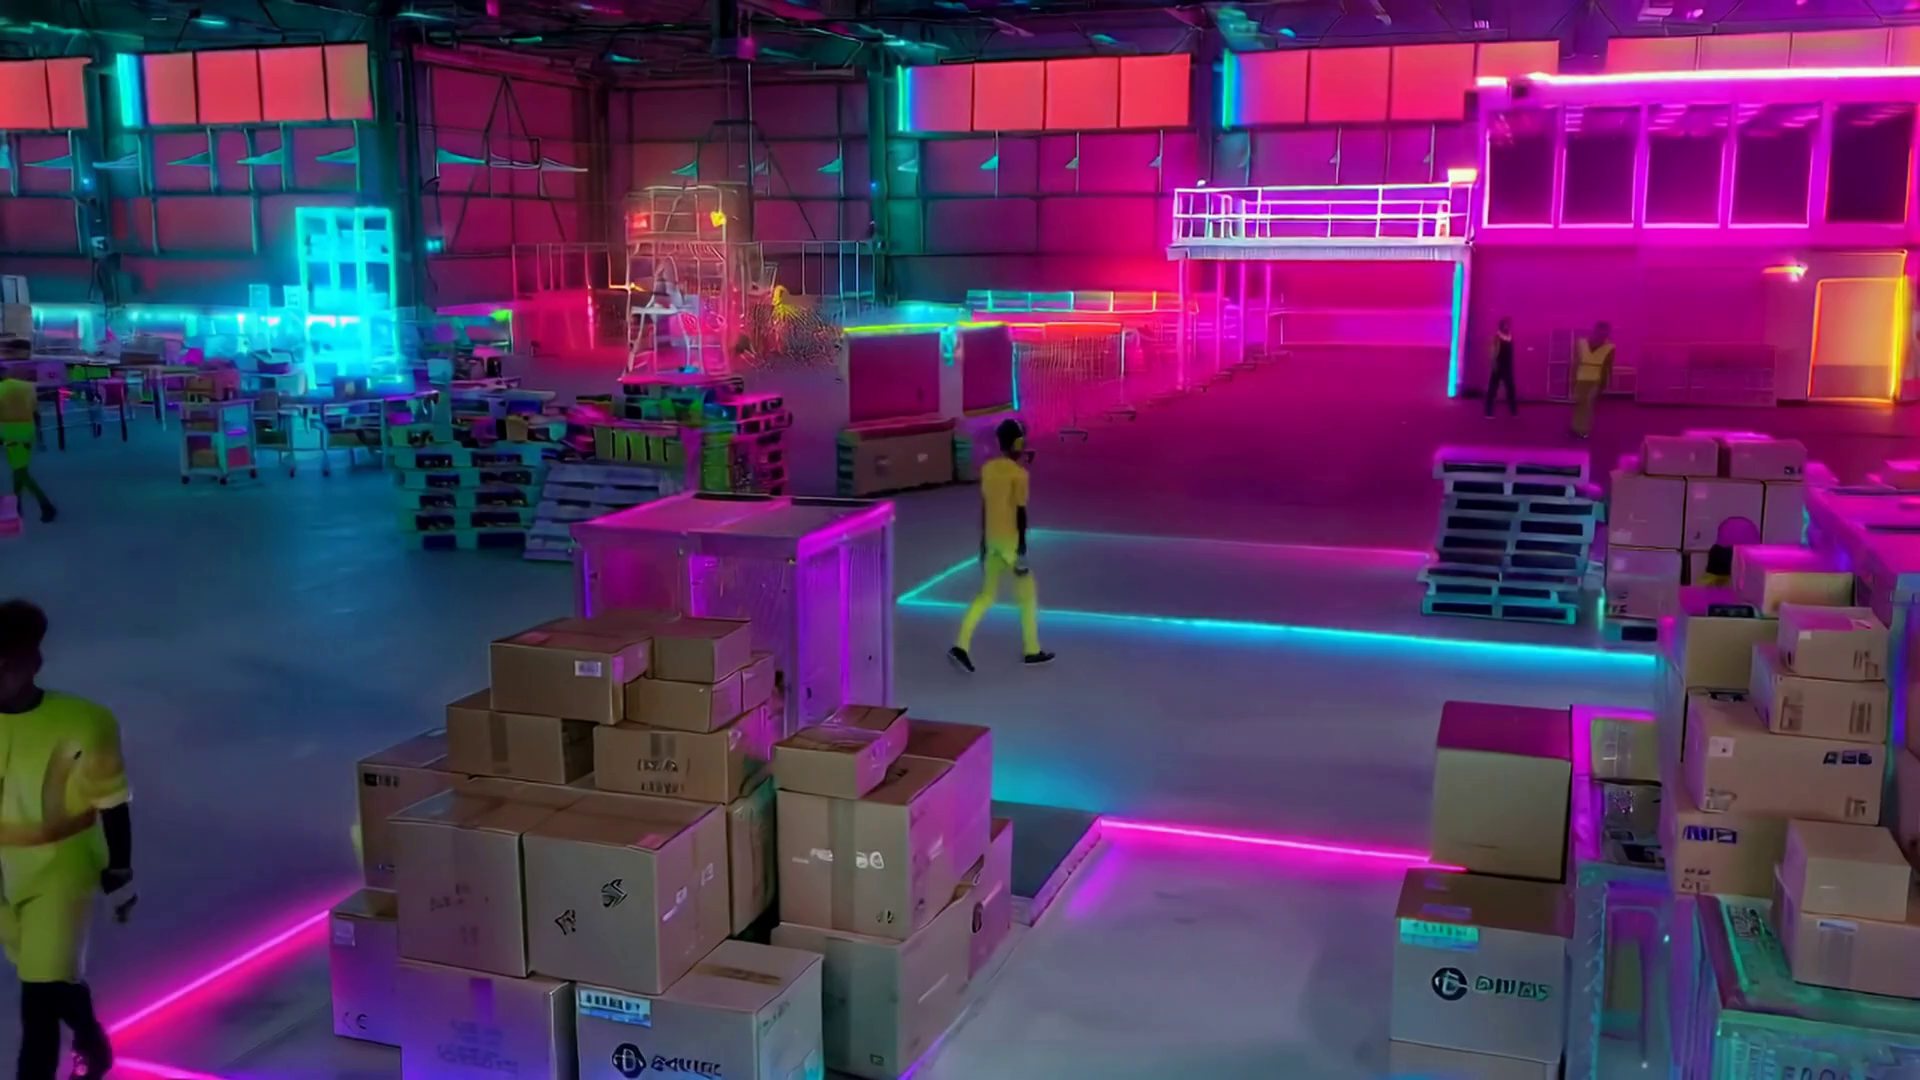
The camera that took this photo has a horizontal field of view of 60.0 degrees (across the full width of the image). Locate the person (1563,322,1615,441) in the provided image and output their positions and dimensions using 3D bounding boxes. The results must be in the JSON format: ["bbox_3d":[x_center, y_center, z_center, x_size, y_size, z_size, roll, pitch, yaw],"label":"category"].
[{"bbox_3d":[9.734,-2.440,25.687,0.695,1.859,0.416,8,13,39],"label":"person"}]

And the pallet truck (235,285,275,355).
[{"bbox_3d":[-18.327,-5.835,44.421,0.823,1.965,1.885,4,11,23],"label":"pallet truck"}]

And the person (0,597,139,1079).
[{"bbox_3d":[-3.093,1.126,5.490,0.618,1.907,1.038,0,10,2],"label":"person"}]

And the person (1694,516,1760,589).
[{"bbox_3d":[3.744,0.746,8.111,0.488,1.736,0.338,1,10,5],"label":"person"}]

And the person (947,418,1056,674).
[{"bbox_3d":[0.283,0.045,11.831,0.937,1.826,0.533,-10,14,-43],"label":"person"}]

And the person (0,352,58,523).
[{"bbox_3d":[-10.274,-1.119,18.194,0.937,1.890,0.562,3,11,18],"label":"person"}]

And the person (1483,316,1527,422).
[{"bbox_3d":[9.386,-2.931,28.605,0.528,1.800,0.906,-5,11,-27],"label":"person"}]

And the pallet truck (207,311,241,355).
[{"bbox_3d":[-19.537,-5.575,44.913,0.653,1.274,1.630,3,11,19],"label":"pallet truck"}]

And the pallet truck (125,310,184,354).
[{"bbox_3d":[-22.038,-5.665,45.457,0.704,1.261,1.522,3,11,17],"label":"pallet truck"}]

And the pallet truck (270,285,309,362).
[{"bbox_3d":[-17.147,-5.700,43.663,0.823,1.965,1.885,3,11,17],"label":"pallet truck"}]

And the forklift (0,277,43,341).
[{"bbox_3d":[-27.151,-6.329,46.328,1.157,1.987,2.680,3,11,17],"label":"forklift"}]

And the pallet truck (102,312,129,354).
[{"bbox_3d":[-23.057,-5.777,46.261,0.680,1.201,1.601,3,11,19],"label":"pallet truck"}]
